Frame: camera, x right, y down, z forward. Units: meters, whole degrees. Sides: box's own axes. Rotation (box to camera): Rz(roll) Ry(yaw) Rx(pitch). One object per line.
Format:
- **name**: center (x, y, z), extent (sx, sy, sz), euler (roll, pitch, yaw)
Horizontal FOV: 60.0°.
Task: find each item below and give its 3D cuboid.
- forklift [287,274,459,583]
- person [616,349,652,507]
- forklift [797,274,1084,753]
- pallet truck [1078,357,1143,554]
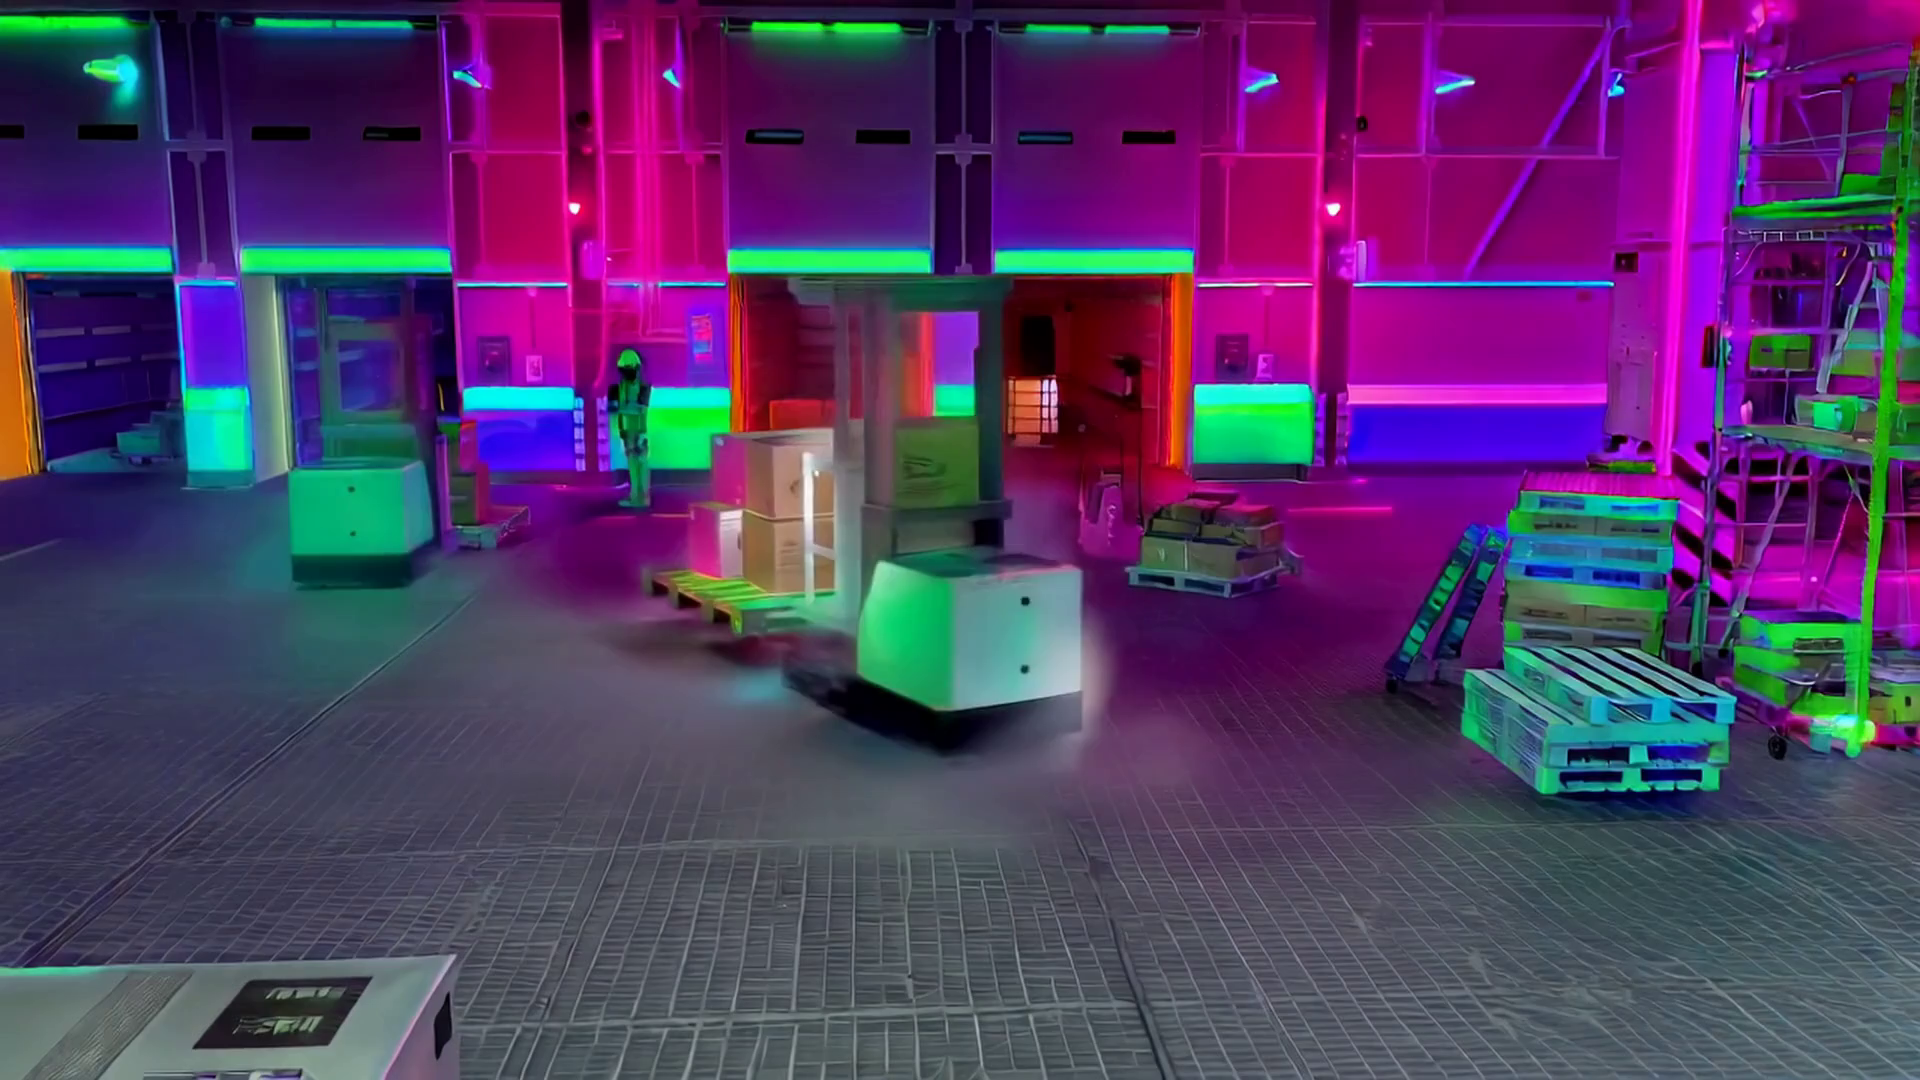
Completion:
- **forklift**: center (-5.553, -1.098, 15.644), extent (1.129, 2.768, 1.873), euler (-1, 9, -4)
- **person**: center (-4.003, -1.369, 20.331), extent (0.389, 1.930, 0.544), euler (-8, 12, -41)
- **forklift**: center (-0.138, -0.263, 10.396), extent (1.129, 2.768, 1.873), euler (-5, 10, -30)
- **pallet truck**: center (2.088, -0.836, 16.757), extent (1.885, 1.965, 0.823), euler (2, 9, 13)
